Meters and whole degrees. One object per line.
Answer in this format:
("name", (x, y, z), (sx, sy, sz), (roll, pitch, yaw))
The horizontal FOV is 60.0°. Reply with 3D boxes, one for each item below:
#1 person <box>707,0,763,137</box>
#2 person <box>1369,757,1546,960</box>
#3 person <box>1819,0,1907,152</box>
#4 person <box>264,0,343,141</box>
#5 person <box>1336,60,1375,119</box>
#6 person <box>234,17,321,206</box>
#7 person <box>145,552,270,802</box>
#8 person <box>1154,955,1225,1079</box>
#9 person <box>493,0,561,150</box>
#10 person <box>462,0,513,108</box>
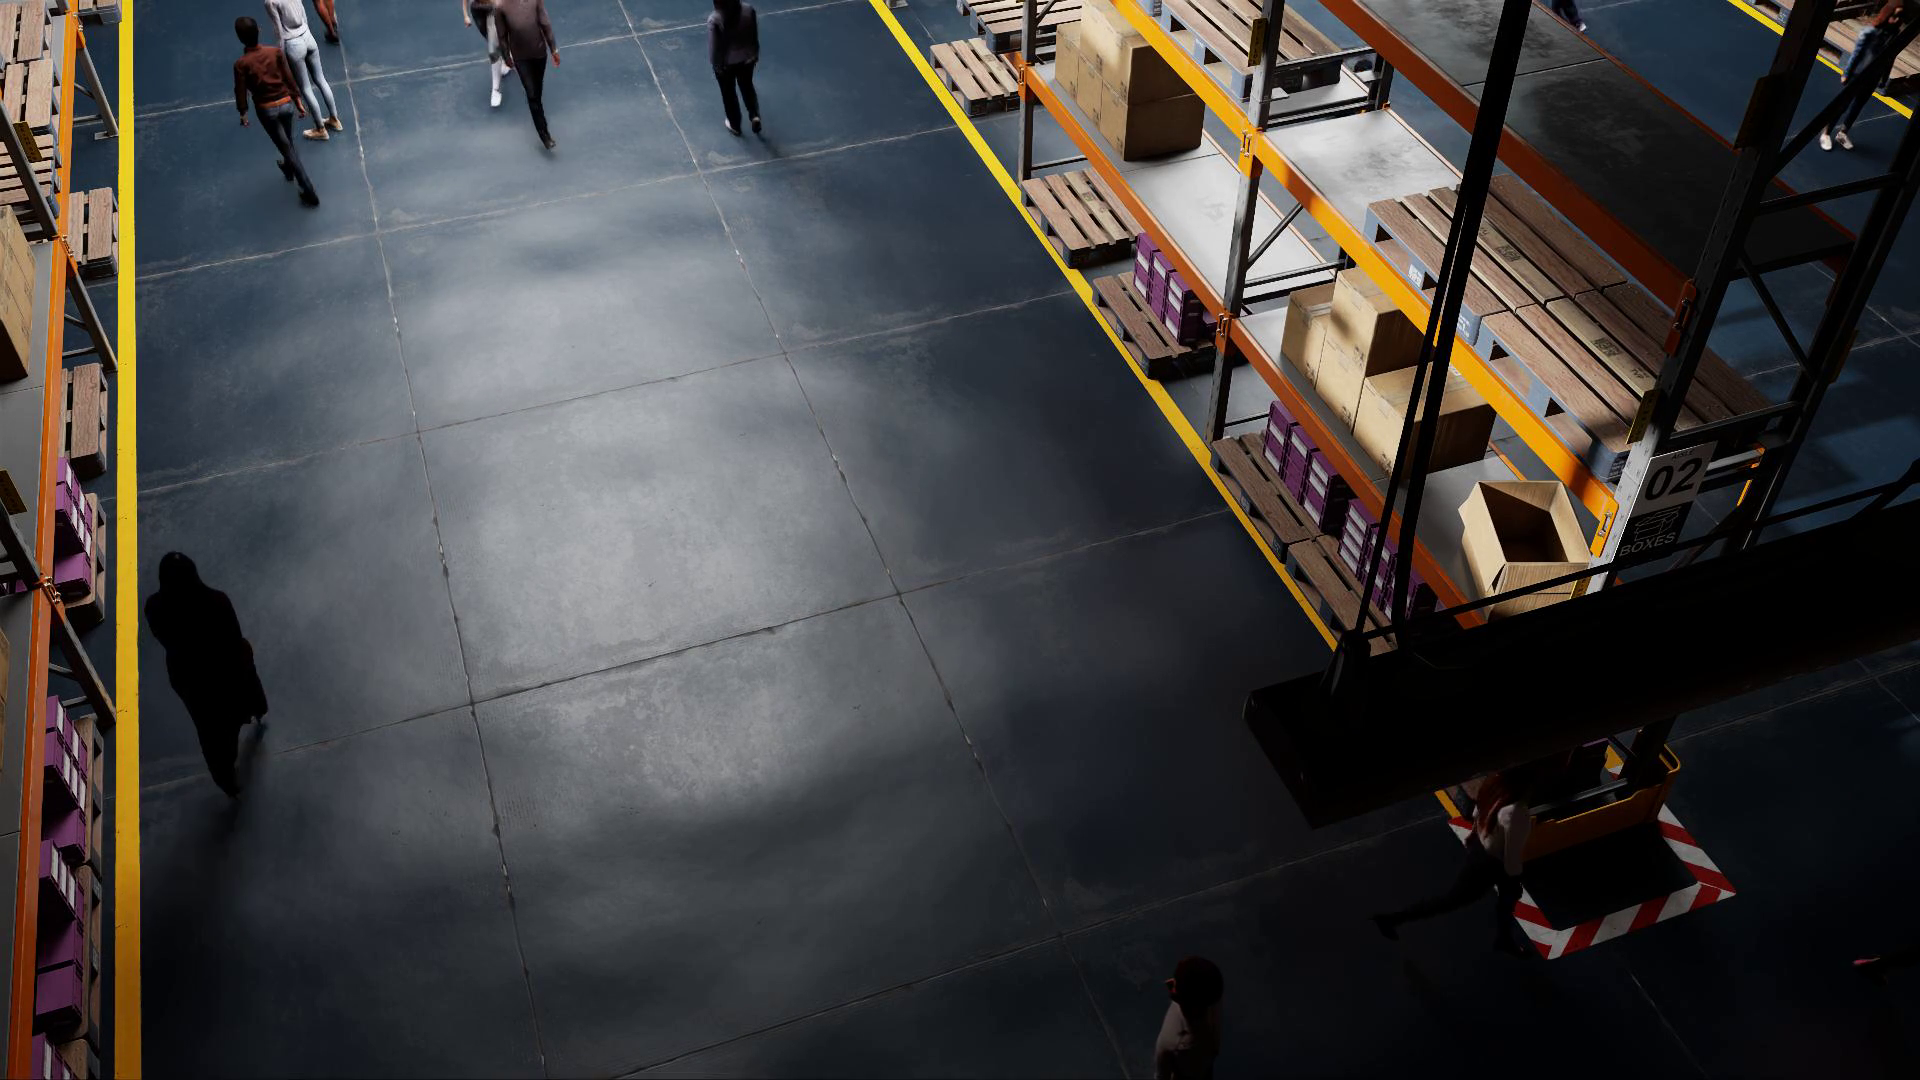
("person", (-2.124, -4.564, 15.863), (0.770, 1.585, 0.849), (-25, 49, -24))
("person", (2.796, 1.771, 9.122), (1.074, 1.712, 1.200), (8, 44, 9))
("person", (8.593, -4.427, 15.800), (0.636, 1.475, 0.615), (-1, 44, -1))
("person", (-6.289, -4.683, 15.837), (0.718, 1.793, 0.651), (16, 46, 16))
("person", (3.662, -3.919, 15.454), (0.558, 1.217, 0.574), (-8, 44, -8))
("person", (-6.104, -3.813, 14.957), (1.120, 1.748, 0.964), (32, 52, 29))
("person", (-4.559, 0.842, 10.098), (0.669, 1.710, 1.102), (-13, 45, -13))
("person", (1.082, 2.622, 8.095), (0.791, 1.896, 0.680), (8, 44, 8))
("person", (-4.125, -4.672, 15.881), (0.756, 1.719, 1.169), (-18, 47, -18))
("person", (-4.682, -5.262, 16.539), (0.856, 1.663, 1.226), (1, 44, 1))
